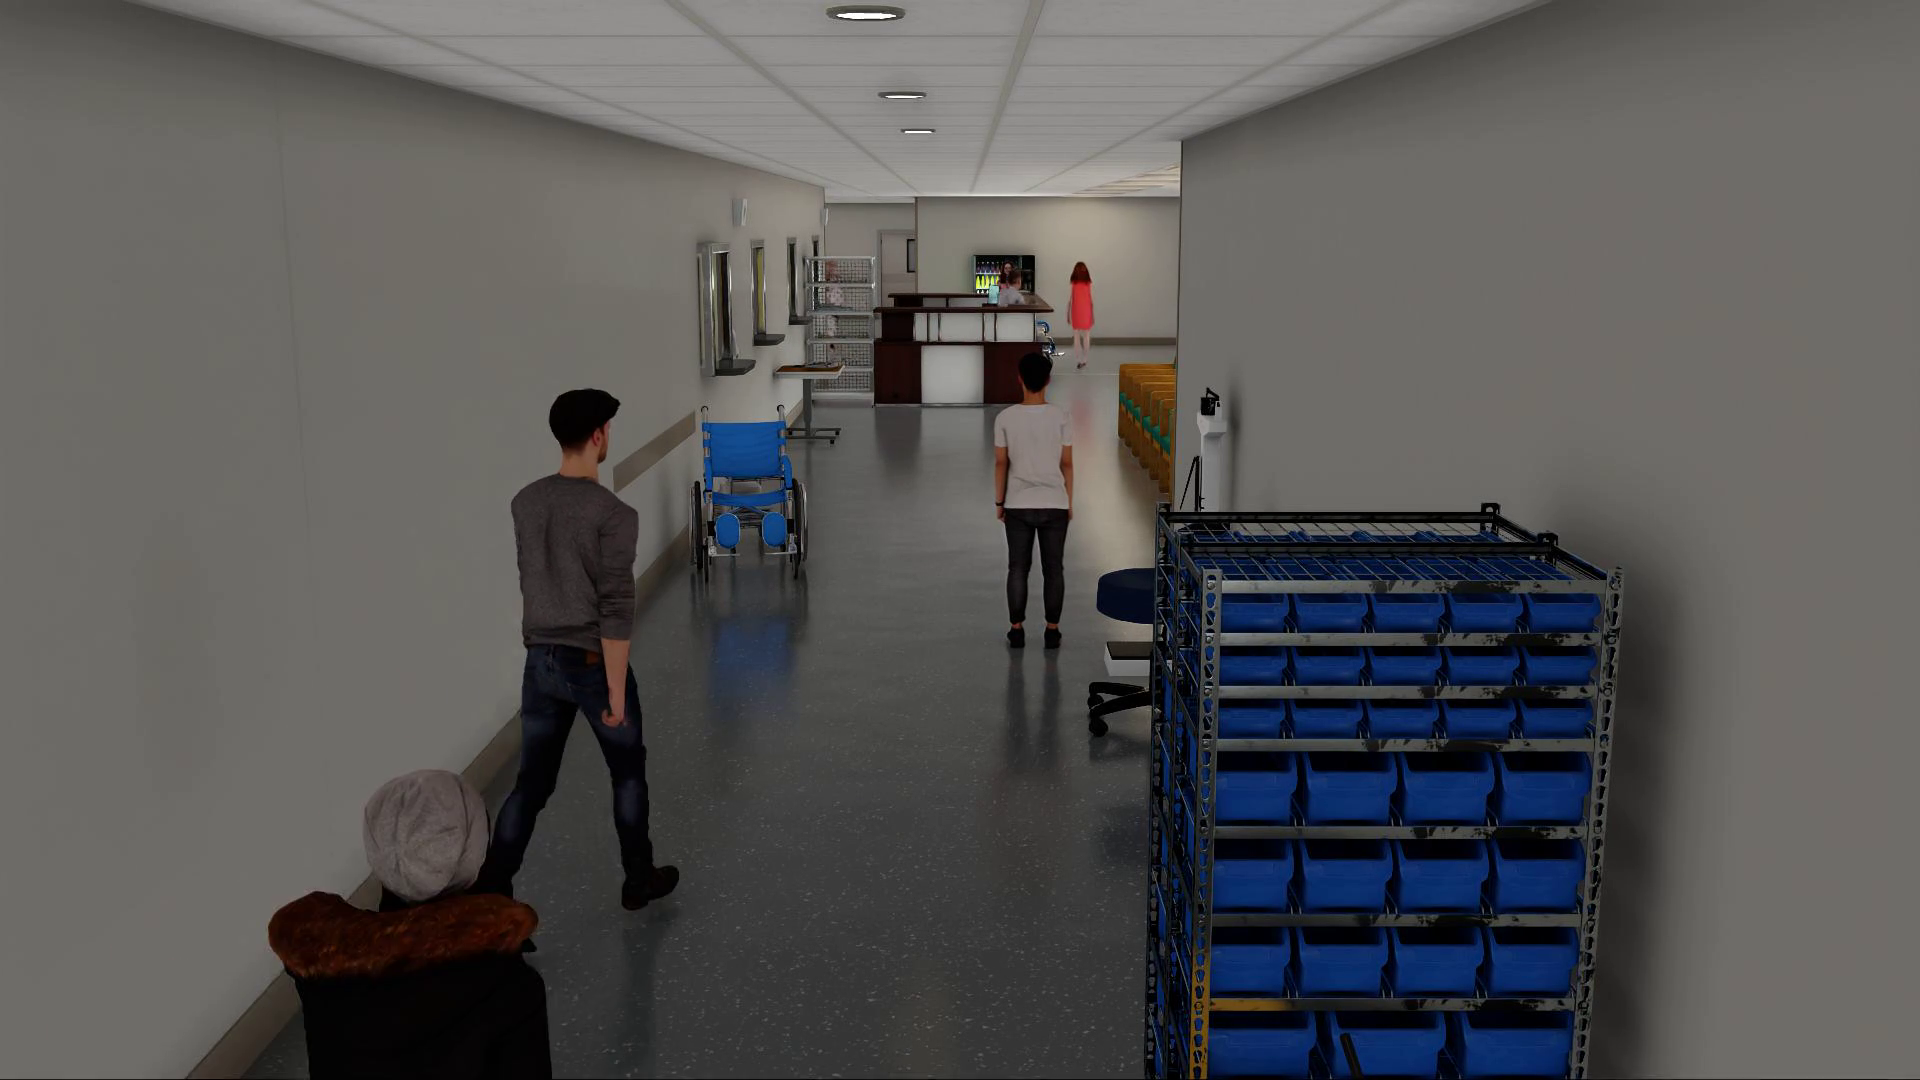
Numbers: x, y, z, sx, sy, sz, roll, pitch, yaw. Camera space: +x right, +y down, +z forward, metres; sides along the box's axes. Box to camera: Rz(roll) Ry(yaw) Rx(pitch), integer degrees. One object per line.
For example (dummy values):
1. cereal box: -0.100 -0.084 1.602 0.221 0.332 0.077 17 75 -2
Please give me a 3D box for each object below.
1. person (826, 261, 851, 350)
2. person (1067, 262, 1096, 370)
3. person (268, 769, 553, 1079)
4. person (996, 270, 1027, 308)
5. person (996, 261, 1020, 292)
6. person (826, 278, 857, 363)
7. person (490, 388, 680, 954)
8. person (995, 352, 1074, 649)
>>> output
1. person: -2.435 -4.518 32.199 1.154 1.738 0.981 -5 12 -23
2. person: 2.019 -3.697 27.782 1.046 1.772 0.671 0 11 0
3. person: -0.860 1.169 2.592 1.001 1.603 0.742 1 11 6
4. person: 0.737 -2.929 23.711 0.978 1.782 1.099 7 13 33
5. person: 0.834 -3.995 29.269 0.488 1.803 0.692 -1 11 -6
6. person: -2.331 -3.658 28.257 1.033 1.518 0.735 -3 11 -16
7. person: -1.353 0.466 5.561 1.226 1.877 1.029 4 11 19
8. person: 0.439 -0.233 9.672 0.509 1.719 0.697 2 11 8
